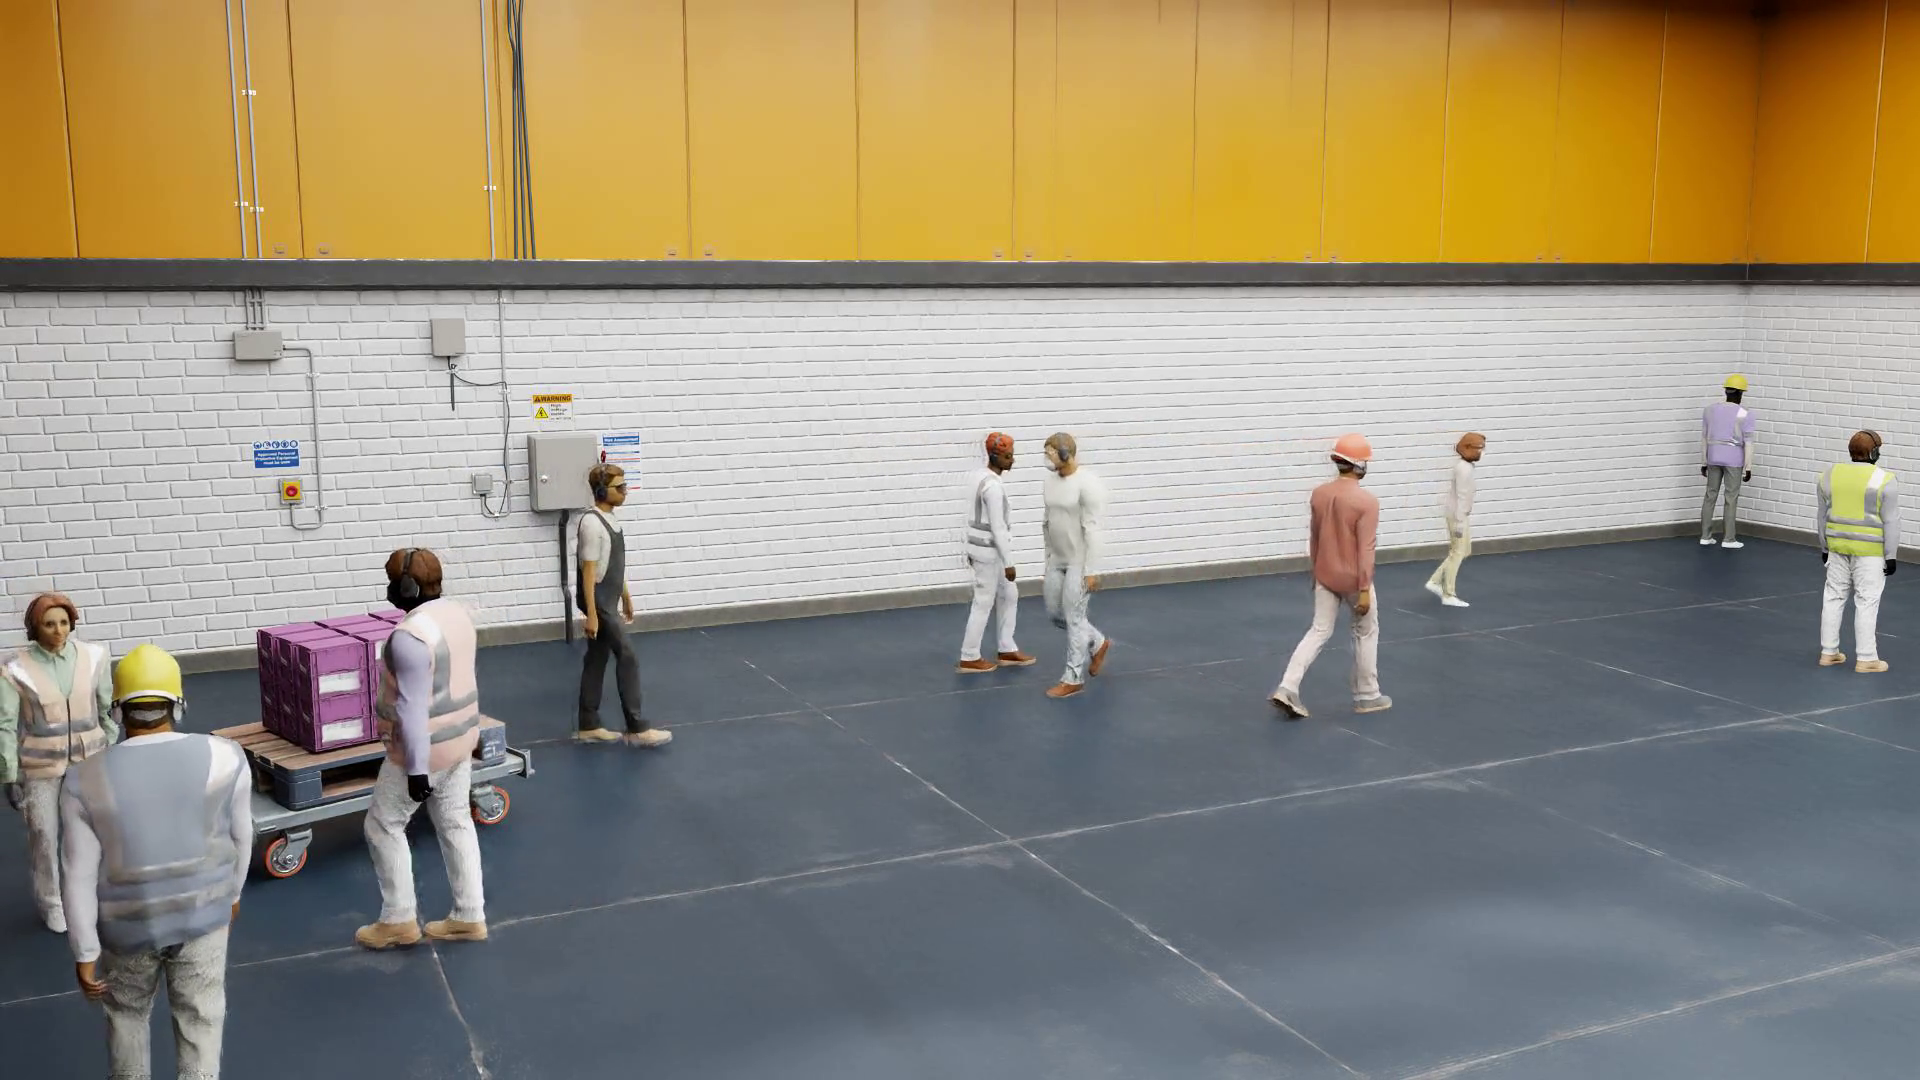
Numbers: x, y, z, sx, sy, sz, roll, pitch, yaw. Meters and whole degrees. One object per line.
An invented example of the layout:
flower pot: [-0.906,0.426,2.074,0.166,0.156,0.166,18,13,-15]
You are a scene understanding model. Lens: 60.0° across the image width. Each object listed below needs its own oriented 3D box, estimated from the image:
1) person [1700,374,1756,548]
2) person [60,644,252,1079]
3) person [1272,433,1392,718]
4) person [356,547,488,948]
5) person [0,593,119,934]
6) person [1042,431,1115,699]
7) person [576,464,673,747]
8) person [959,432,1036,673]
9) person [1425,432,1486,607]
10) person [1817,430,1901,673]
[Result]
person: [8.453,-0.865,18.323,0.388,1.919,0.585,-8,12,-39]
person: [-2.681,1.241,5.591,0.592,1.805,0.668,-5,11,-30]
person: [2.554,0.248,11.298,0.963,1.962,0.624,-6,11,-33]
person: [-2.475,0.934,7.449,0.694,1.819,0.652,1,9,8]
person: [-3.998,1.041,7.453,0.813,1.597,0.544,9,13,43]
person: [0.851,0.162,11.971,0.660,1.913,0.650,-7,11,-35]
person: [-2.128,0.425,10.595,0.759,1.822,0.541,0,9,-2]
person: [0.327,0.107,12.476,0.747,1.855,0.622,-1,9,-5]
person: [4.514,-0.188,15.072,0.441,1.605,0.521,4,10,21]
person: [6.849,0.081,12.675,0.429,1.847,0.627,-5,11,-30]
